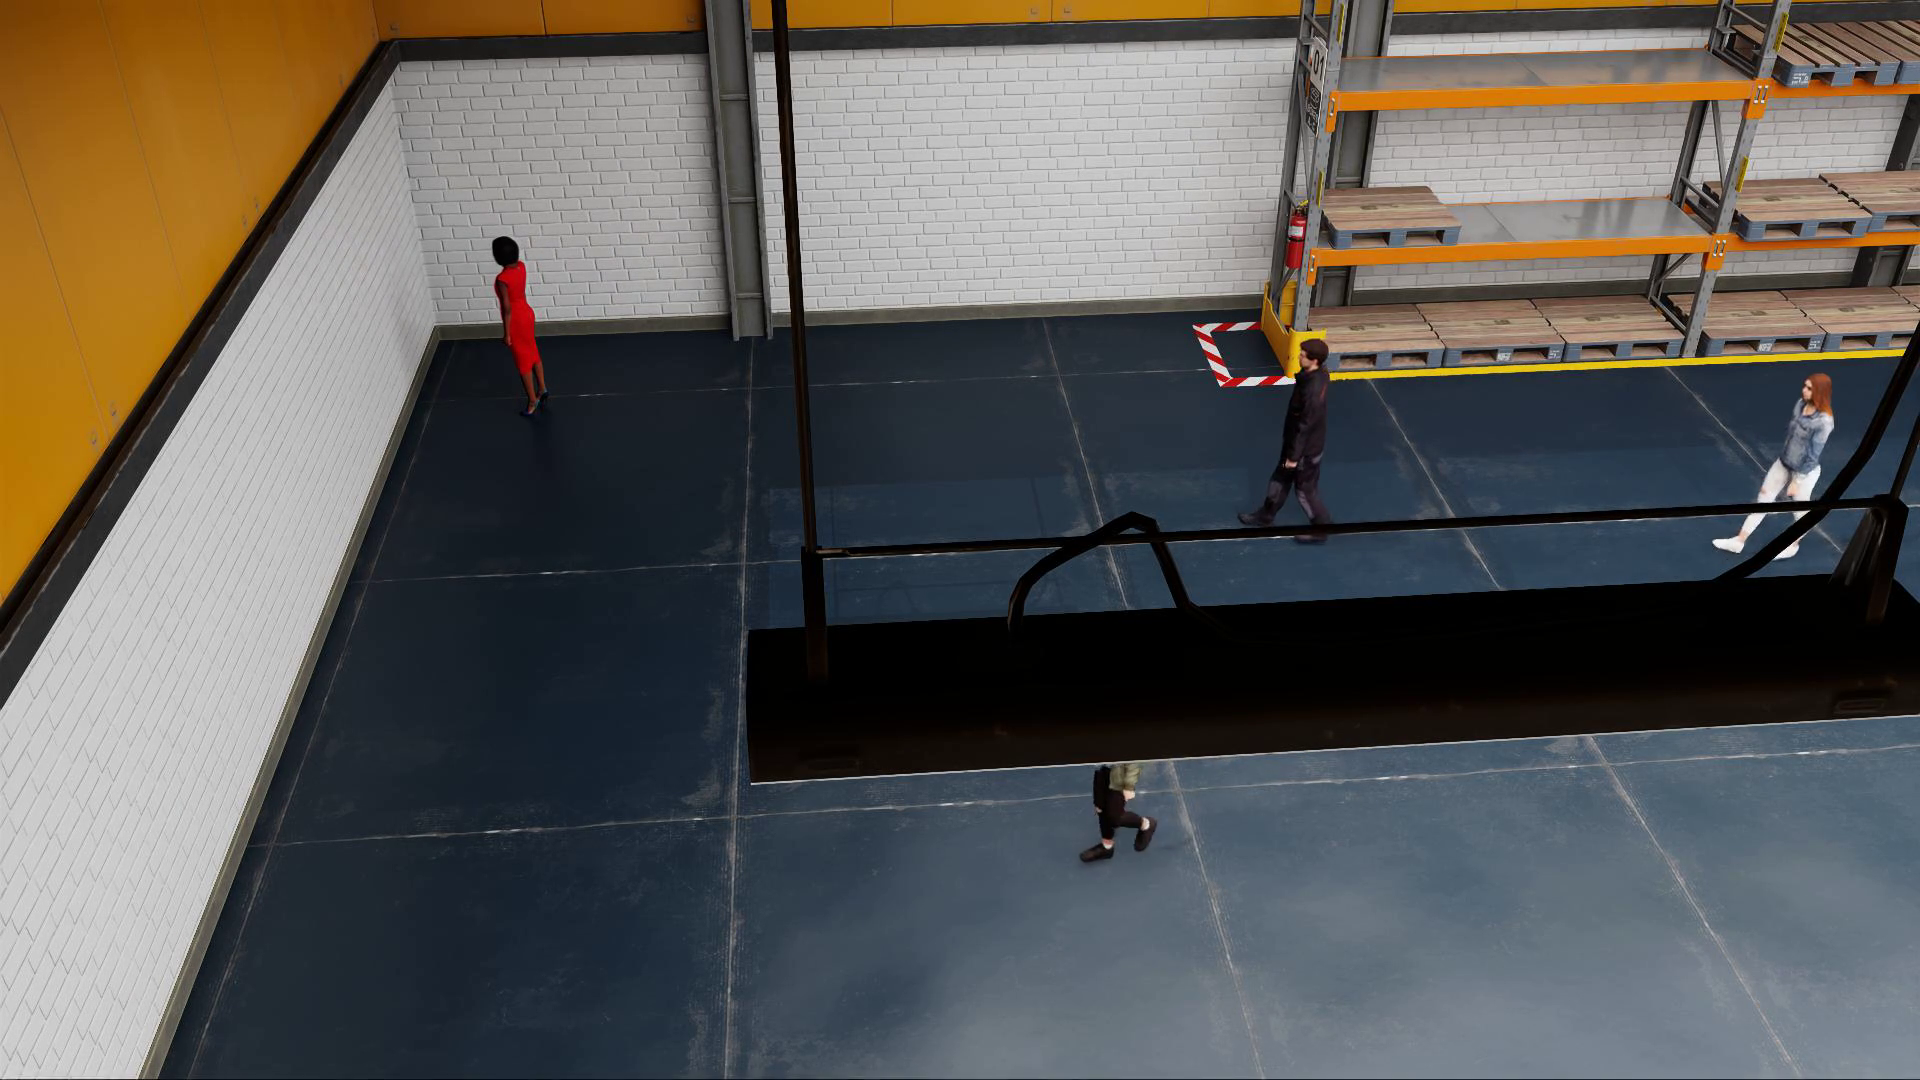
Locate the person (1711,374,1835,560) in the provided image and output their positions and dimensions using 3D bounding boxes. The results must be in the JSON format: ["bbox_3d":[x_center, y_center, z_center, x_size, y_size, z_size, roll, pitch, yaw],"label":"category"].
[{"bbox_3d":[6.703,-0.559,13.162,0.955,1.677,0.694,-6,34,-9],"label":"person"}]

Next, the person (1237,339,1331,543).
[{"bbox_3d":[2.834,-0.765,13.345,1.079,1.816,0.887,5,34,8],"label":"person"}]

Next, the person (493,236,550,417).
[{"bbox_3d":[-4.028,-1.958,15.207,0.614,1.743,0.639,8,34,12],"label":"person"}]
